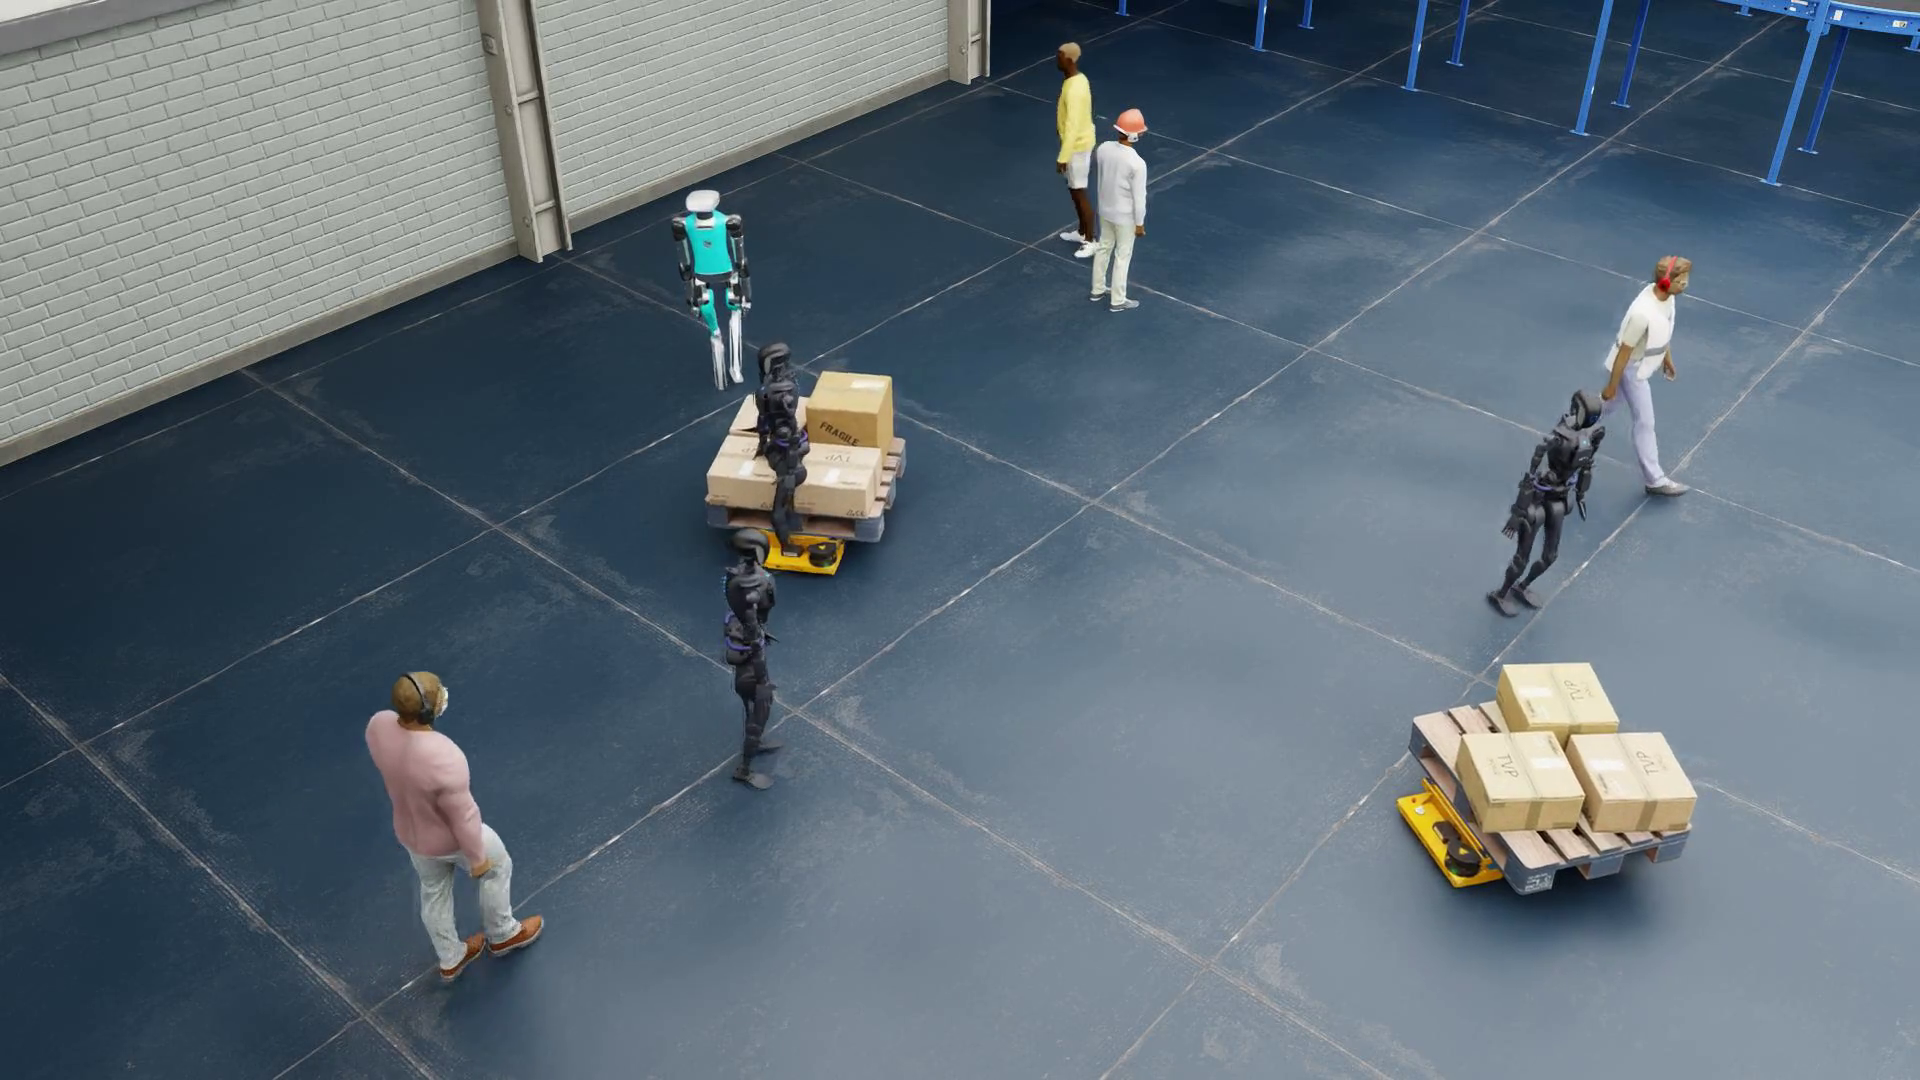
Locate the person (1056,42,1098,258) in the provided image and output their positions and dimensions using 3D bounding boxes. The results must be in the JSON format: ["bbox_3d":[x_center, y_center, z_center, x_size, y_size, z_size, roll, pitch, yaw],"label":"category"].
[{"bbox_3d":[1.058,-3.506,14.931,0.450,1.874,0.701,0,35,0],"label":"person"}]

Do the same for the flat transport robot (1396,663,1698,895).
[{"bbox_3d":[3.235,1.503,9.277,1.431,0.231,0.659,-10,37,-13],"label":"flat transport robot"}]

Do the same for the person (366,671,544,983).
[{"bbox_3d":[-2.457,1.347,8.075,0.655,1.921,0.610,18,39,23],"label":"person"}]

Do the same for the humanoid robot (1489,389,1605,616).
[{"bbox_3d":[3.724,-0.242,10.525,0.612,1.647,0.360,-16,38,-21],"label":"humanoid robot"}]

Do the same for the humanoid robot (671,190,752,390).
[{"bbox_3d":[-1.858,-1.915,12.892,0.550,1.871,0.758,0,35,-1],"label":"humanoid robot"}]

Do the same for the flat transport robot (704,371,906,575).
[{"bbox_3d":[-1.053,-0.260,11.752,0.659,0.231,1.431,5,36,7],"label":"flat transport robot"}]

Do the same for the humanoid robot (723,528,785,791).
[{"bbox_3d":[-1.167,0.631,9.287,0.402,1.648,0.584,-6,36,-8],"label":"humanoid robot"}]

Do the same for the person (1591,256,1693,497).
[{"bbox_3d":[4.818,-1.183,11.731,0.986,1.790,0.565,20,40,25],"label":"person"}]

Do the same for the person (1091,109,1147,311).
[{"bbox_3d":[1.371,-2.788,14.030,0.349,1.744,0.565,-23,42,-29],"label":"person"}]

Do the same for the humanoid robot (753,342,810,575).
[{"bbox_3d":[-1.169,-0.562,10.973,0.462,1.660,0.595,-17,39,-22],"label":"humanoid robot"}]
